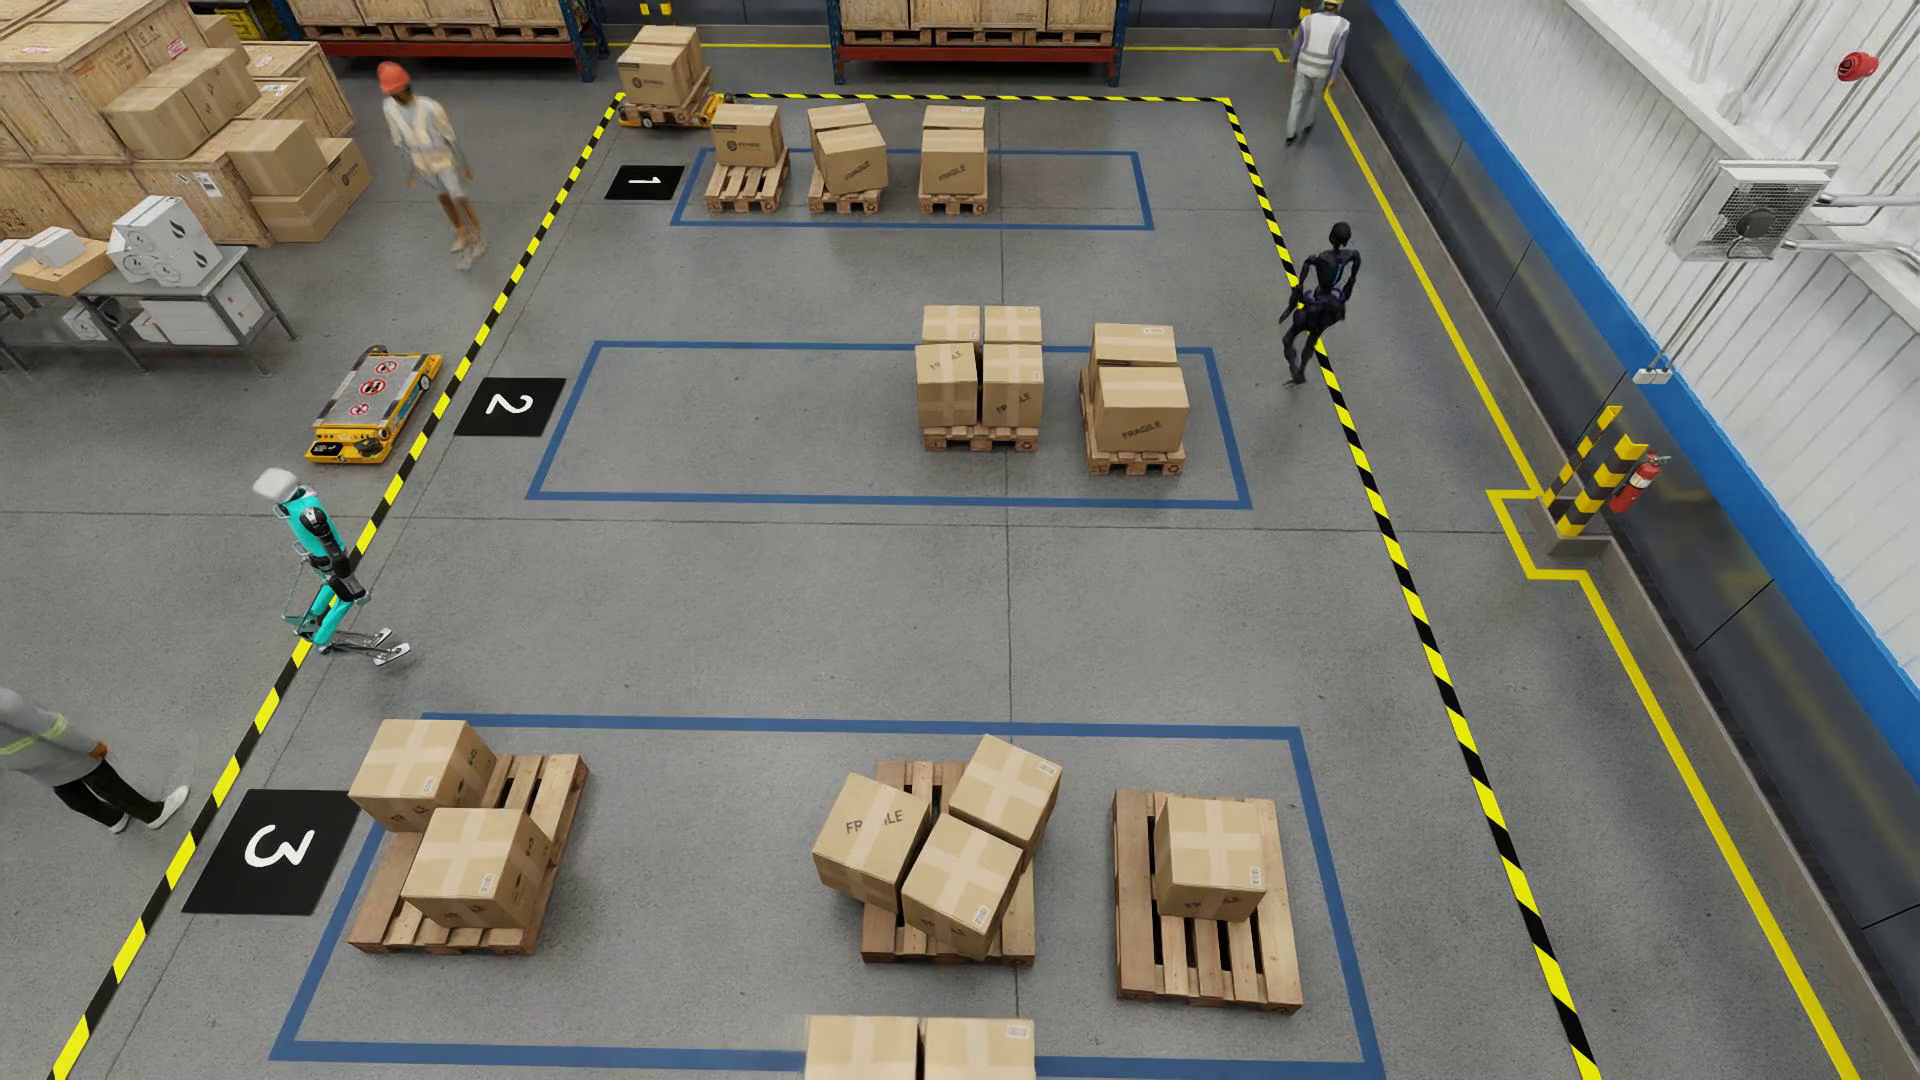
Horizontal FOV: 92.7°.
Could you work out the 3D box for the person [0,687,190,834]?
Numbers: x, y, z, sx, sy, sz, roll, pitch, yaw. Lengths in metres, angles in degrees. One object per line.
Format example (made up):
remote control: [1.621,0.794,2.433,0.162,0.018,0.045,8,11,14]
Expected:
person: [-5.340,1.173,5.337,0.597,1.850,0.395,-2,50,-2]

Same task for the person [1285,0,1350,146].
person: [4.419,-5.907,11.359,0.624,1.797,0.844,22,53,17]

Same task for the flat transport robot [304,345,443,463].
flat transport robot: [-5.383,-1.269,8.441,0.659,0.231,1.431,1,50,1]

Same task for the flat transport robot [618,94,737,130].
flat transport robot: [-3.759,-5.738,12.204,1.431,0.197,0.652,4,50,3]

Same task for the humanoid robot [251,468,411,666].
humanoid robot: [-4.295,0.304,6.062,0.533,1.674,0.735,33,57,25]

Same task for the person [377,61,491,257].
person: [-5.467,-3.913,9.518,0.613,2.040,0.388,3,50,2]

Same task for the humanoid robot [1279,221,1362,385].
humanoid robot: [3.226,-2.053,8.181,0.607,1.639,0.426,-7,50,-6]
